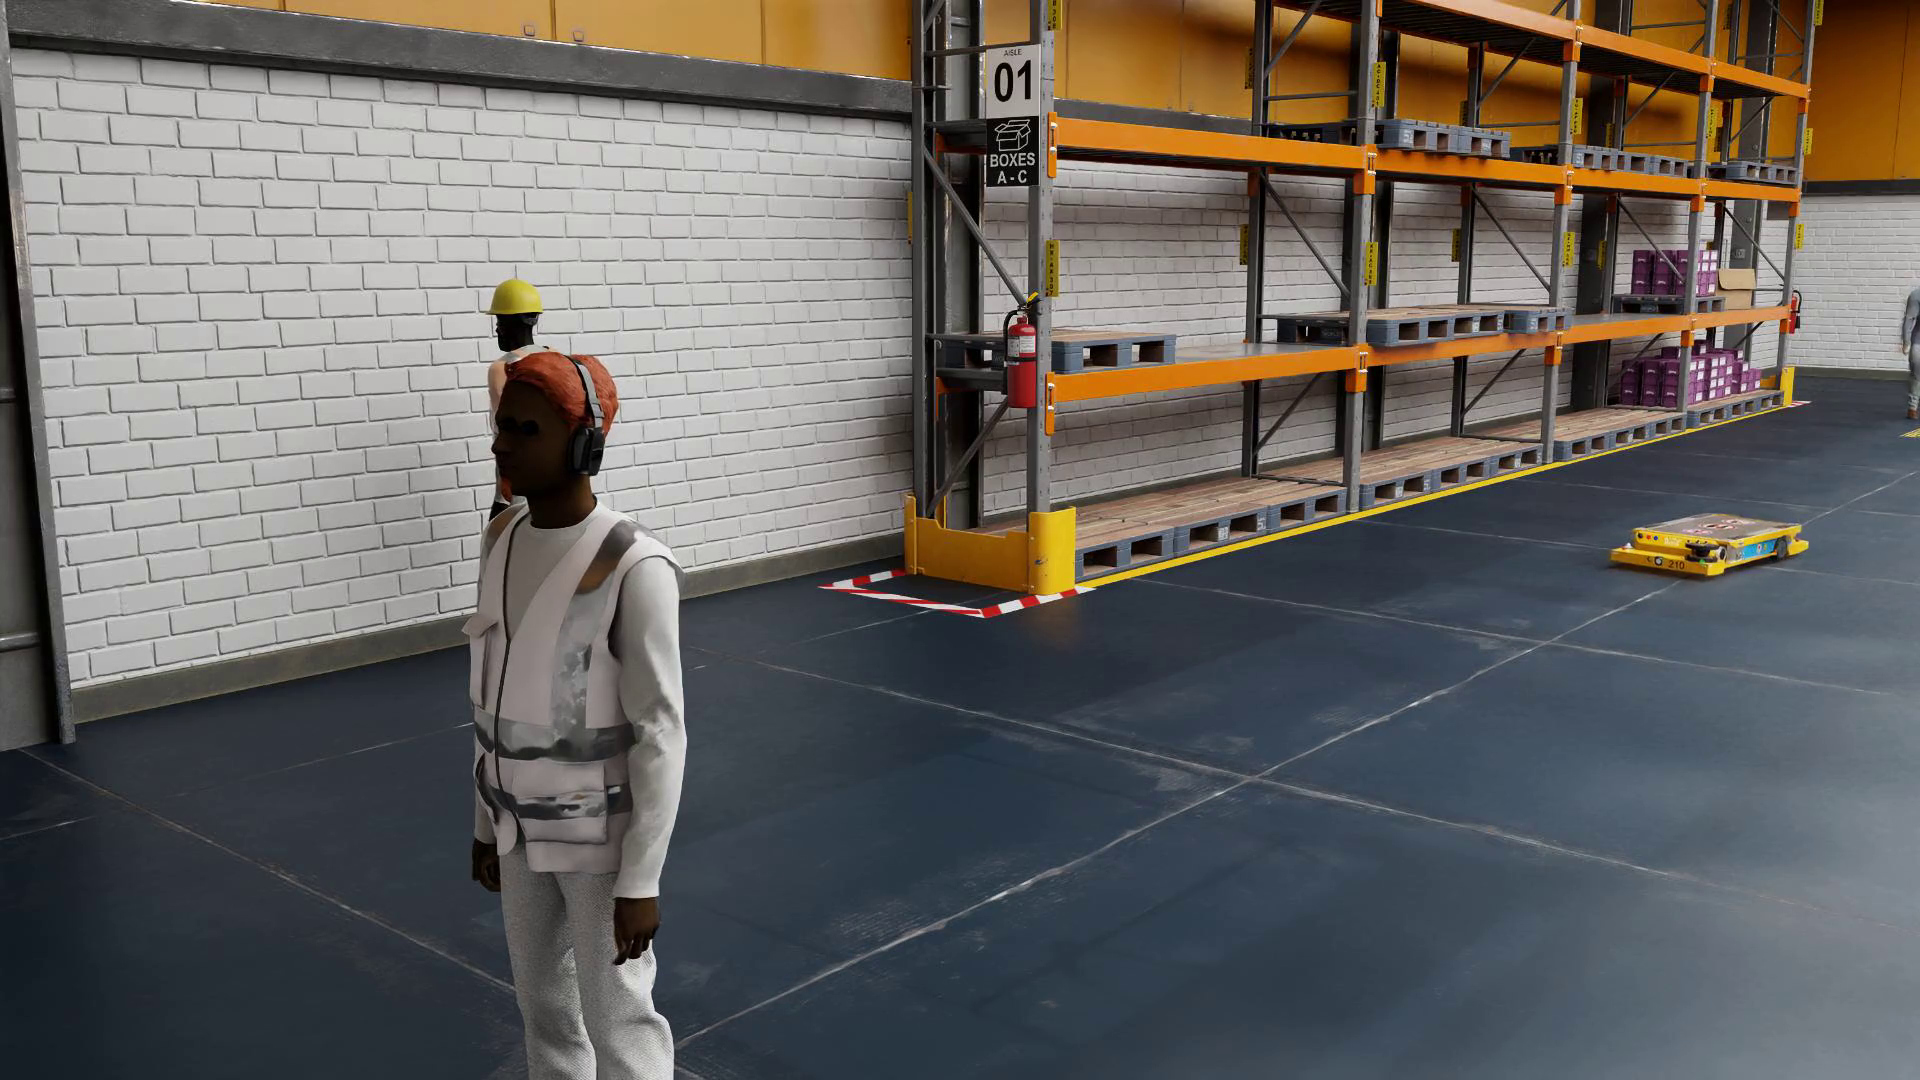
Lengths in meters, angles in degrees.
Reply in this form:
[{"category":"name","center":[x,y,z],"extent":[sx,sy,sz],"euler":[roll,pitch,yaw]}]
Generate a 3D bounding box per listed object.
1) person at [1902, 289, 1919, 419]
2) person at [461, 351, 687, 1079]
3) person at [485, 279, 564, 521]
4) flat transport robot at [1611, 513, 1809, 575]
[{"category":"person","center":[11.620,-2.340,19.899],"extent":[0.652,1.868,1.058],"euler":[4,11,20]},{"category":"person","center":[-0.761,0.581,3.221],"extent":[0.575,1.885,0.355],"euler":[9,13,40]},{"category":"person","center":[-2.089,-0.290,8.054],"extent":[0.380,1.928,0.586],"euler":[3,11,19]},{"category":"flat transport robot","center":[4.999,0.012,11.049],"extent":[1.431,0.197,0.652],"euler":[-8,13,-39]}]
